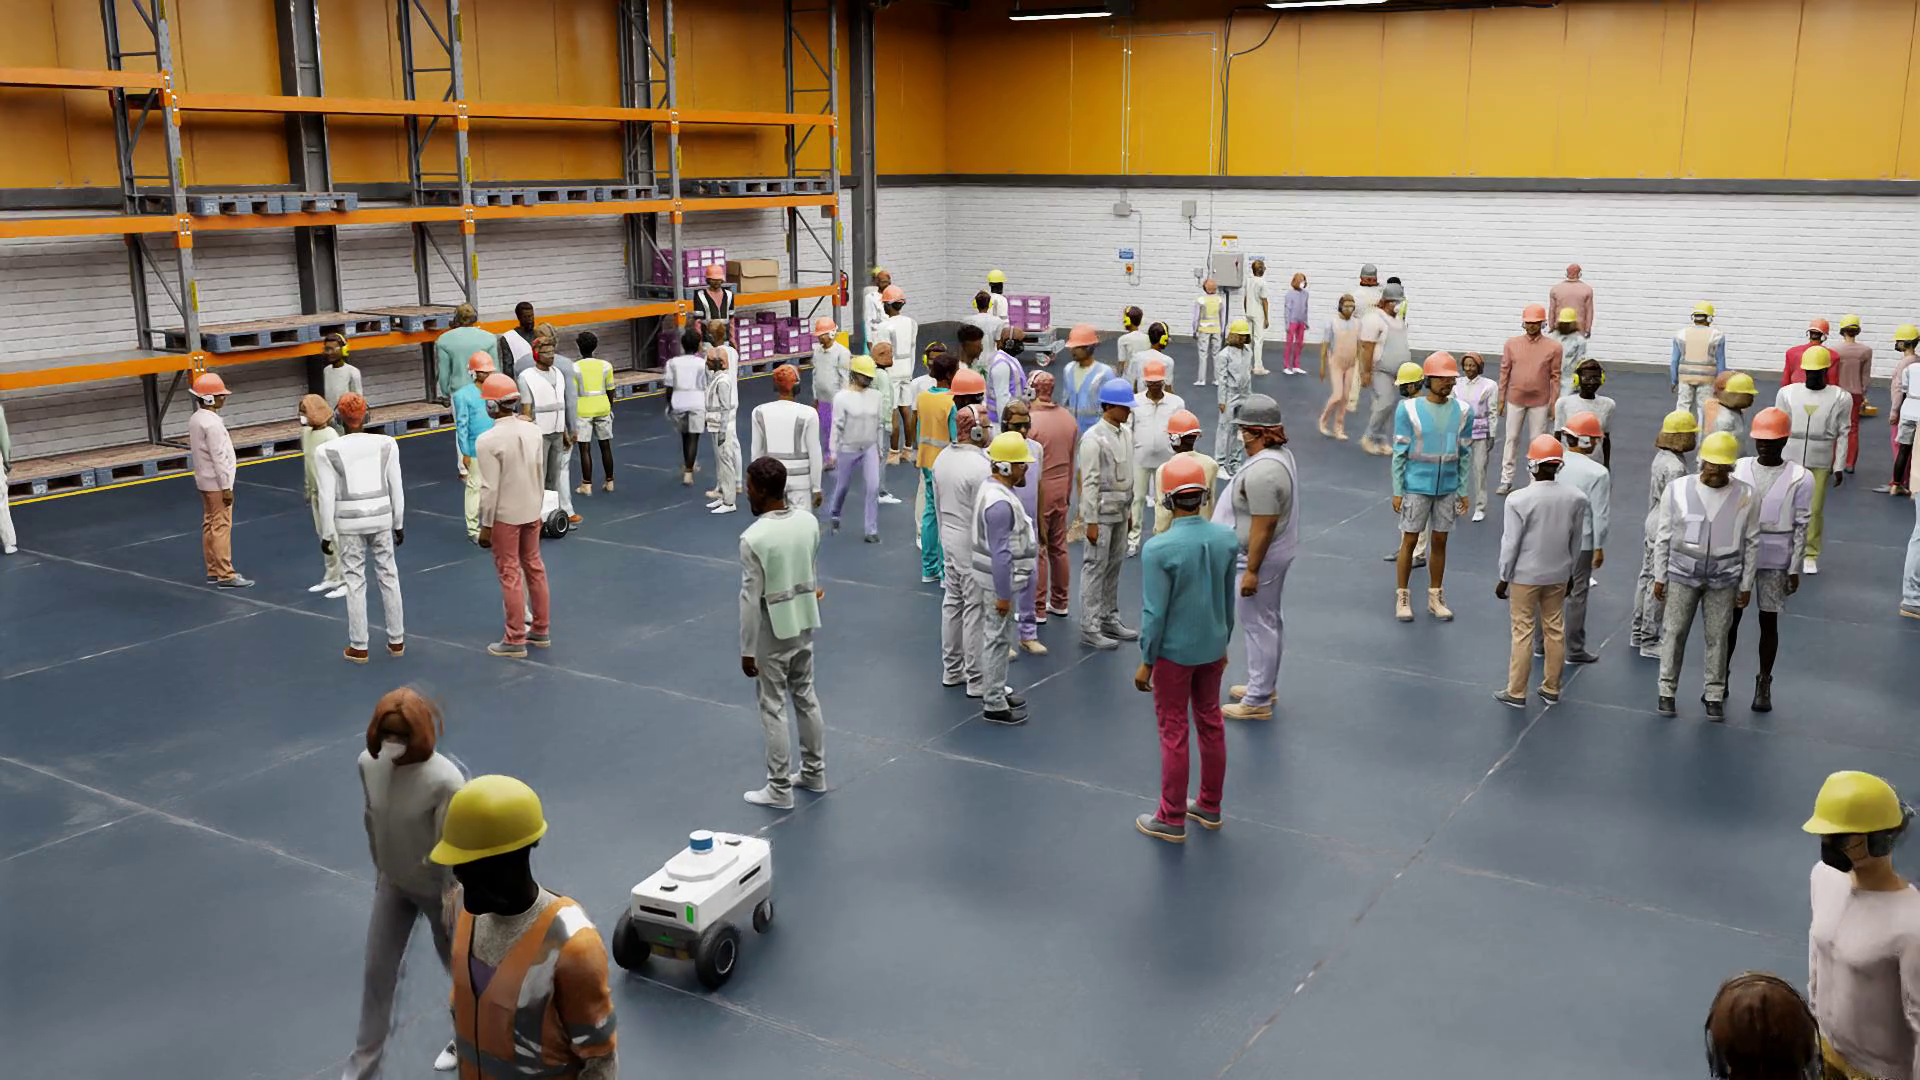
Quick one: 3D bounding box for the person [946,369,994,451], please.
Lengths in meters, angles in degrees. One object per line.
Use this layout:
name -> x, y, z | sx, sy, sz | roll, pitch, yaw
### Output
person -> 0.074, -0.306, 12.362 | 0.351, 1.935, 0.549 | -1, 13, -5

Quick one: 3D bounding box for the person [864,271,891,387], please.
person -> -1.108, -2.880, 23.649 | 0.576, 1.881, 0.354 | -12, 18, -42

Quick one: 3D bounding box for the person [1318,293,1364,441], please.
person -> 4.716, -2.115, 20.462 | 0.500, 1.826, 0.422 | -5, 14, -22

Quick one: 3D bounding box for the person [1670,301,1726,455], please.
person -> 8.580, -1.860, 19.352 | 0.588, 1.822, 0.403 | 9, 16, 33

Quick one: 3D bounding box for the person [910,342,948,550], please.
person -> -0.207, -0.835, 14.812 | 0.532, 1.866, 0.319 | -10, 16, -36

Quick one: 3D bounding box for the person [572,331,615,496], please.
person -> -3.825, -1.306, 17.225 | 0.540, 1.695, 0.317 | -9, 16, -35

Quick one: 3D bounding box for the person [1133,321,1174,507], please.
person -> 1.941, -1.253, 16.655 | 0.341, 1.857, 0.521 | -12, 18, -42

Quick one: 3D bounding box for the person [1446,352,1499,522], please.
person -> 4.915, -1.001, 16.043 | 0.522, 1.633, 0.315 | 8, 15, 32

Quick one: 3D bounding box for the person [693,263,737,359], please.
person -> -3.325, -2.748, 22.722 | 0.612, 2.041, 0.394 | -9, 16, -33

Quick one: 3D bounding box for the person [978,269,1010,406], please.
person -> 0.492, -2.789, 23.146 | 0.362, 1.930, 0.587 | -10, 17, -38

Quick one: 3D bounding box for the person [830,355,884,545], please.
person -> -0.973, -0.833, 15.153 | 0.545, 1.746, 0.791 | -7, 15, -27

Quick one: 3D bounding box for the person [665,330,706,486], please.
person -> -2.895, -1.430, 17.878 | 0.535, 1.644, 0.878 | 2, 13, 7

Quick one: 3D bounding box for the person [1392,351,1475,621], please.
person -> 3.552, -0.399, 12.521 | 0.608, 2.048, 0.365 | -1, 13, -5

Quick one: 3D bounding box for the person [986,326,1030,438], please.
person -> 0.482, -1.193, 16.445 | 0.429, 1.837, 0.624 | 2, 13, 10

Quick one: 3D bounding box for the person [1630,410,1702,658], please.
person -> 4.960, -0.047, 11.657 | 0.317, 1.745, 0.491 | 2, 13, 9

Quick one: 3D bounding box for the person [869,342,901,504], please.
person -> -0.784, -1.190, 16.856 | 0.278, 1.634, 0.498 | -4, 14, -16

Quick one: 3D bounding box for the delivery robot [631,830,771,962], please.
delivery robot -> -1.125, 1.515, 7.286 | 0.477, 0.478, 0.707 | 6, 14, 23

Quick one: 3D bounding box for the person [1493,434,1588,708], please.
person -> 3.670, 0.198, 10.574 | 0.559, 1.752, 0.326 | -3, 13, -13

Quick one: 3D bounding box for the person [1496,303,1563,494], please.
person -> 5.862, -1.443, 17.164 | 0.620, 1.994, 0.381 | 6, 14, 24

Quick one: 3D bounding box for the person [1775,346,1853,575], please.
person -> 7.103, -0.669, 13.958 | 0.594, 1.924, 0.382 | 9, 16, 34

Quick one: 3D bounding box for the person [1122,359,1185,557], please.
person -> 1.683, -0.711, 14.518 | 0.572, 1.749, 0.341 | 0, 13, -2

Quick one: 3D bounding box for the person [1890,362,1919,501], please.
person -> 9.807, -1.237, 16.948 | 0.319, 1.688, 0.538 | -6, 14, -23

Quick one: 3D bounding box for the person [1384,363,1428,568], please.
person -> 3.844, -0.641, 14.222 | 0.342, 1.752, 0.532 | -4, 14, -17

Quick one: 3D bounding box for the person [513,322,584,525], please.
person -> -3.897, -1.084, 15.731 | 0.629, 1.939, 0.374 | 4, 14, 17

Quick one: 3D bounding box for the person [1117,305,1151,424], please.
person -> 1.920, -1.660, 18.431 | 0.516, 1.854, 0.330 | -10, 17, -38

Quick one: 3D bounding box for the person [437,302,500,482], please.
person -> -5.274, -1.589, 17.920 | 0.638, 1.938, 0.356 | -4, 14, -17

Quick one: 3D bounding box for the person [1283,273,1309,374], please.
person -> 5.432, -3.499, 26.877 | 0.506, 1.632, 0.266 | -8, 15, -32

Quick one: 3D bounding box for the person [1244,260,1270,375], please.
person -> 4.773, -3.577, 26.750 | 0.345, 1.847, 0.507 | -9, 16, -33

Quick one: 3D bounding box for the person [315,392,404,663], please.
person -> -4.133, -0.083, 11.518 | 0.572, 1.880, 0.355 | -9, 16, -33

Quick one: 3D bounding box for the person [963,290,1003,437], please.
person -> 0.282, -2.143, 20.513 | 0.499, 1.861, 0.333 | 1, 13, 3

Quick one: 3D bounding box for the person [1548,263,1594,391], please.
person -> 9.133, -3.178, 24.884 | 0.640, 1.910, 0.409 | 7, 15, 28

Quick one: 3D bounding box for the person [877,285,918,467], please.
person -> -0.750, -1.853, 18.836 | 0.377, 2.045, 0.605 | 10, 16, 37

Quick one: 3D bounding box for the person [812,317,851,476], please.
person -> -1.447, -1.590, 18.372 | 0.568, 1.738, 0.351 | 12, 18, 42

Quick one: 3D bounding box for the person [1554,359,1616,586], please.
person -> 5.060, -0.547, 13.553 | 0.512, 1.873, 0.329 | 0, 13, 0

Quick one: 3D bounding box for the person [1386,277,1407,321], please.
person -> 6.495, -3.120, 25.089 | 0.531, 1.697, 0.322 | -4, 14, -16

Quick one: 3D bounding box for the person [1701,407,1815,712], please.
person -> 5.039, 0.121, 10.509 | 0.542, 1.938, 0.357 | 9, 16, 33

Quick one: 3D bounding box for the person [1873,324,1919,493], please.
person -> 9.798, -1.361, 17.327 | 0.341, 1.760, 0.525 | 11, 17, 40
